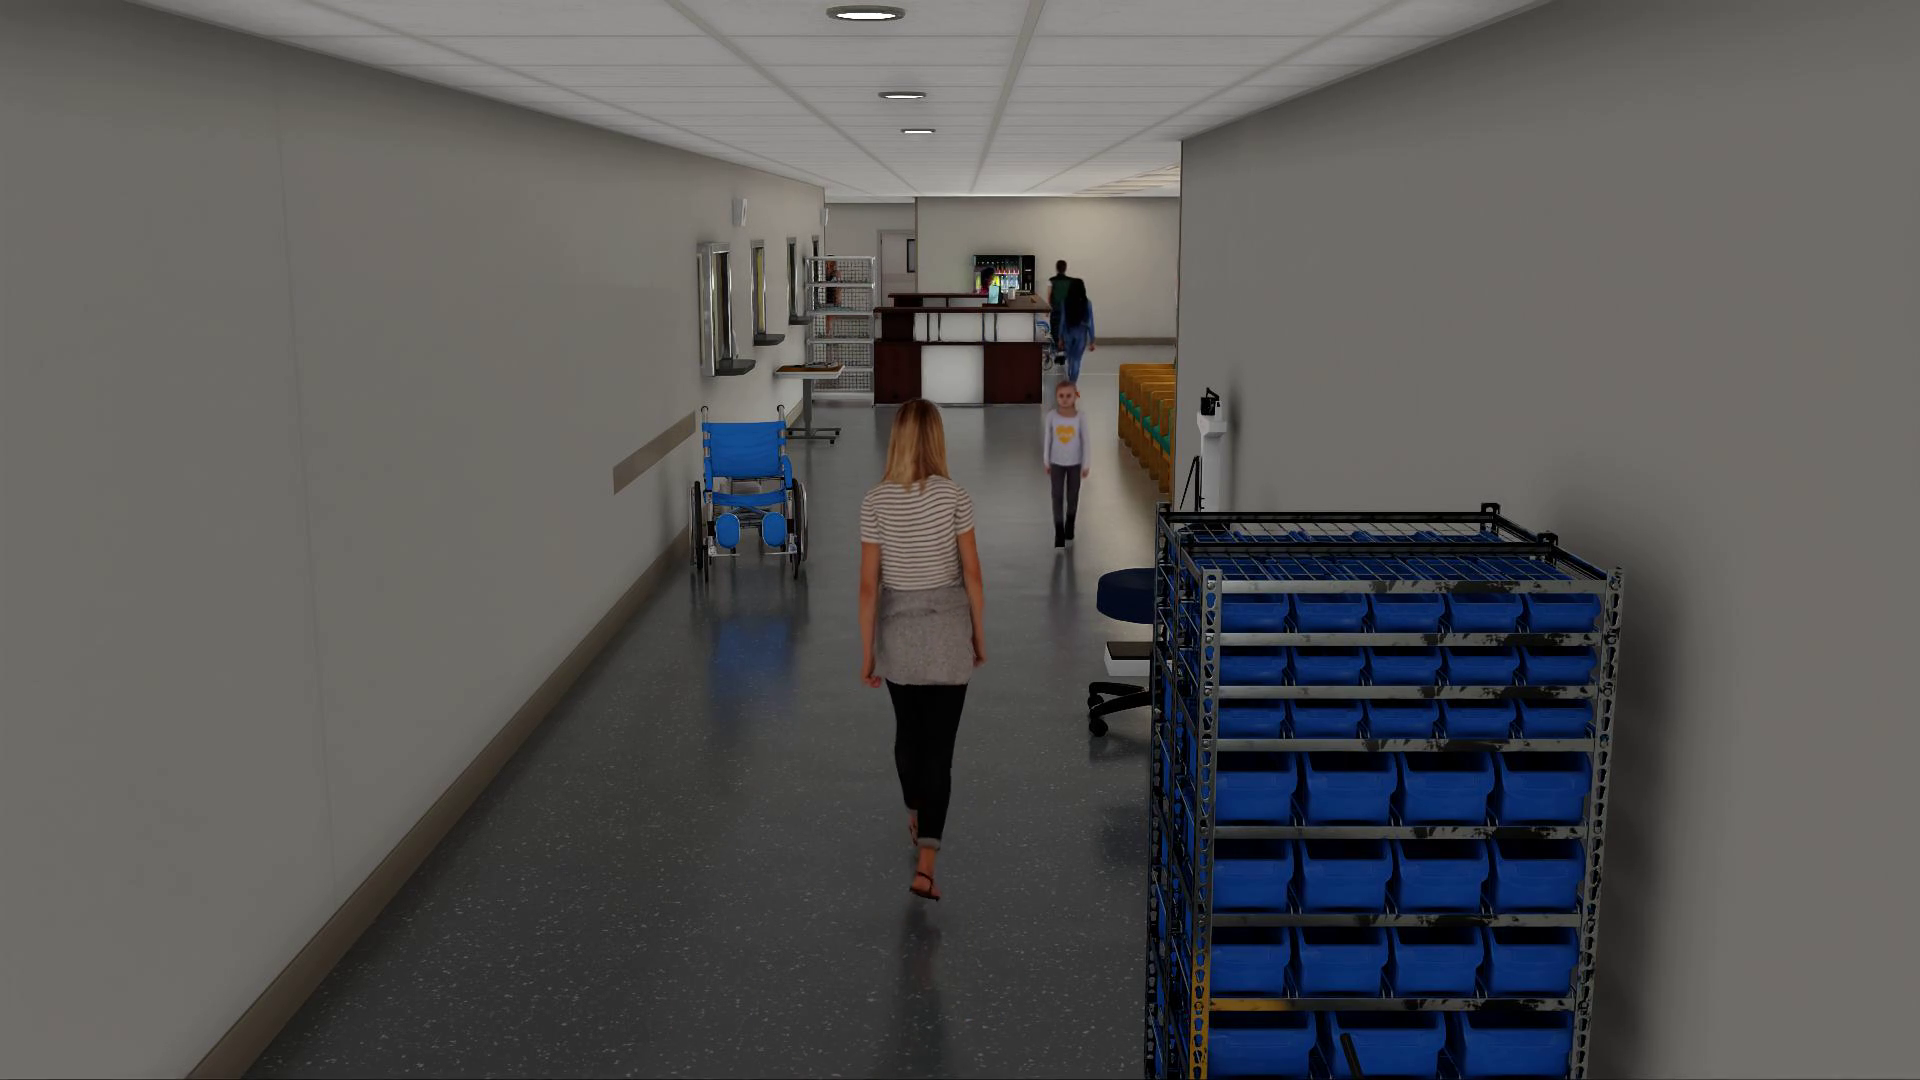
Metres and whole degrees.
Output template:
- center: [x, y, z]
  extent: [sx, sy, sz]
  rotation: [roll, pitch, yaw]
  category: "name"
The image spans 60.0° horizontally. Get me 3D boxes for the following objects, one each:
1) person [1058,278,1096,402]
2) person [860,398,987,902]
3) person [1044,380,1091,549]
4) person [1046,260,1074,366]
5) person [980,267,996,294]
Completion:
- center: [1.570, -2.747, 22.992]
  extent: [0.878, 1.692, 0.869]
  rotation: [4, 11, 19]
  category: "person"
- center: [-0.129, 0.432, 6.004]
  extent: [1.169, 1.780, 0.754]
  rotation: [1, 11, 6]
  category: "person"
- center: [0.822, -0.583, 12.779]
  extent: [0.834, 1.248, 0.590]
  rotation: [1, 11, 4]
  category: "person"
- center: [1.760, -3.939, 28.931]
  extent: [0.967, 1.820, 0.820]
  rotation: [-2, 11, -12]
  category: "person"
- center: [0.441, -3.925, 29.274]
  extent: [1.200, 1.663, 0.962]
  rotation: [-6, 12, -30]
  category: "person"
